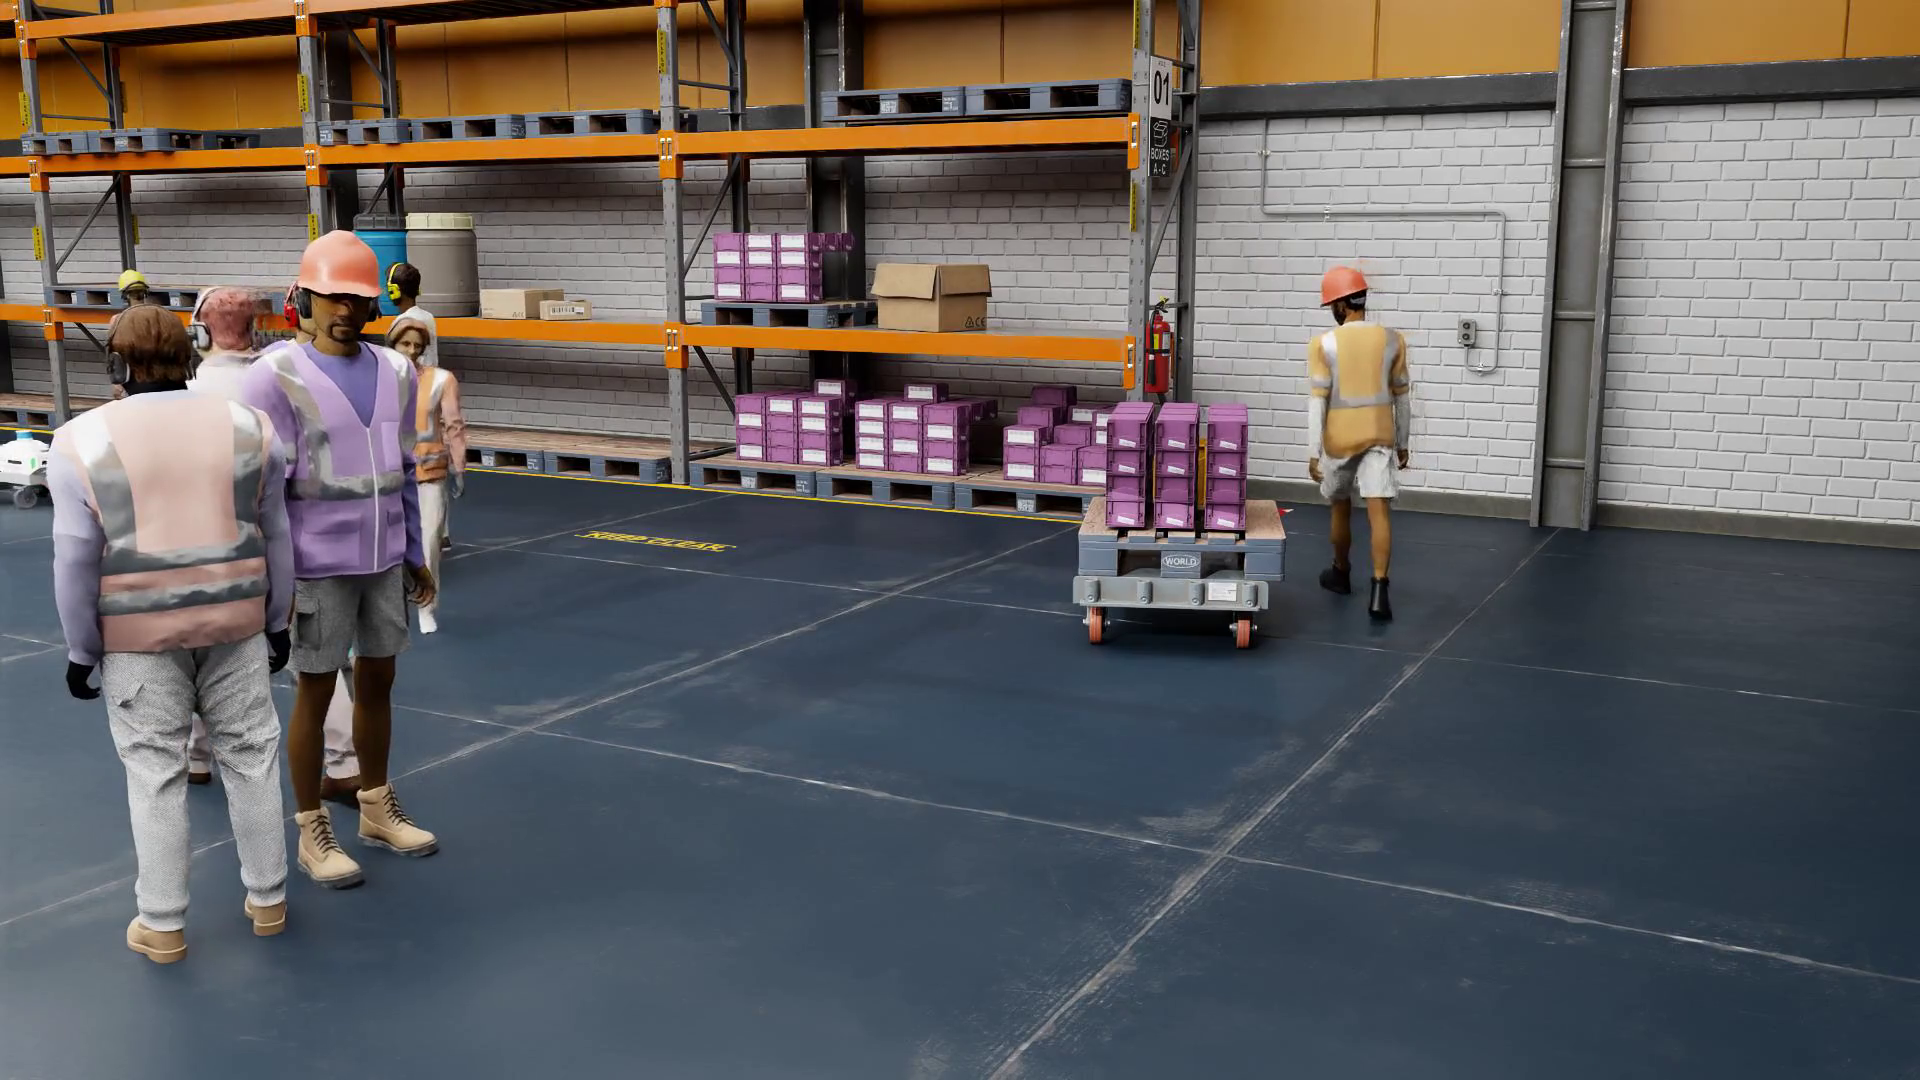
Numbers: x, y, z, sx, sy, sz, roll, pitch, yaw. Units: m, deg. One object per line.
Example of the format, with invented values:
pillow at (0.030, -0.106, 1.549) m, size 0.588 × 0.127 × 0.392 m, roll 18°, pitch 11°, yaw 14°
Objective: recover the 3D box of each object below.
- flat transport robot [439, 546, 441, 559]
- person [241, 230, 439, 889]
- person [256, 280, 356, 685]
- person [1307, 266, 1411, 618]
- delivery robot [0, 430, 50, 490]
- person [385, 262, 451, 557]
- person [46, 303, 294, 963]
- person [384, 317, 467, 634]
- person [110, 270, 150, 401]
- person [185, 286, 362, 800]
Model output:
flat transport robot at (-3.985, 0.017, 10.331) m, size 1.431 × 0.197 × 0.652 m, roll -3°, pitch 11°, yaw -18°
person at (-1.916, 0.058, 5.259) m, size 0.394 × 2.040 × 0.610 m, roll 7°, pitch 12°, yaw 32°
person at (-2.897, -0.257, 7.513) m, size 0.390 × 1.846 × 0.565 m, roll 6°, pitch 12°, yaw 29°
person at (2.167, -0.542, 9.036) m, size 0.592 × 1.864 × 1.040 m, roll 1°, pitch 10°, yaw 5°
delivery robot at (-7.082, -0.590, 12.624) m, size 0.707 × 0.478 × 0.477 m, roll 6°, pitch 12°, yaw 30°
person at (-3.445, -0.810, 10.501) m, size 0.333 × 1.866 × 0.515 m, roll 0°, pitch 10°, yaw 2°
person at (-2.196, 0.263, 4.685) m, size 0.621 × 1.843 × 0.429 m, roll -8°, pitch 13°, yaw -37°
person at (-2.755, -0.303, 8.382) m, size 0.532 × 1.621 × 0.520 m, roll -3°, pitch 11°, yaw -17°
person at (-6.492, -1.255, 13.230) m, size 0.327 × 1.760 × 0.522 m, roll 6°, pitch 12°, yaw 29°
person at (-2.540, 0.023, 5.973) m, size 1.016 × 1.859 × 0.671 m, roll 7°, pitch 12°, yaw 33°
